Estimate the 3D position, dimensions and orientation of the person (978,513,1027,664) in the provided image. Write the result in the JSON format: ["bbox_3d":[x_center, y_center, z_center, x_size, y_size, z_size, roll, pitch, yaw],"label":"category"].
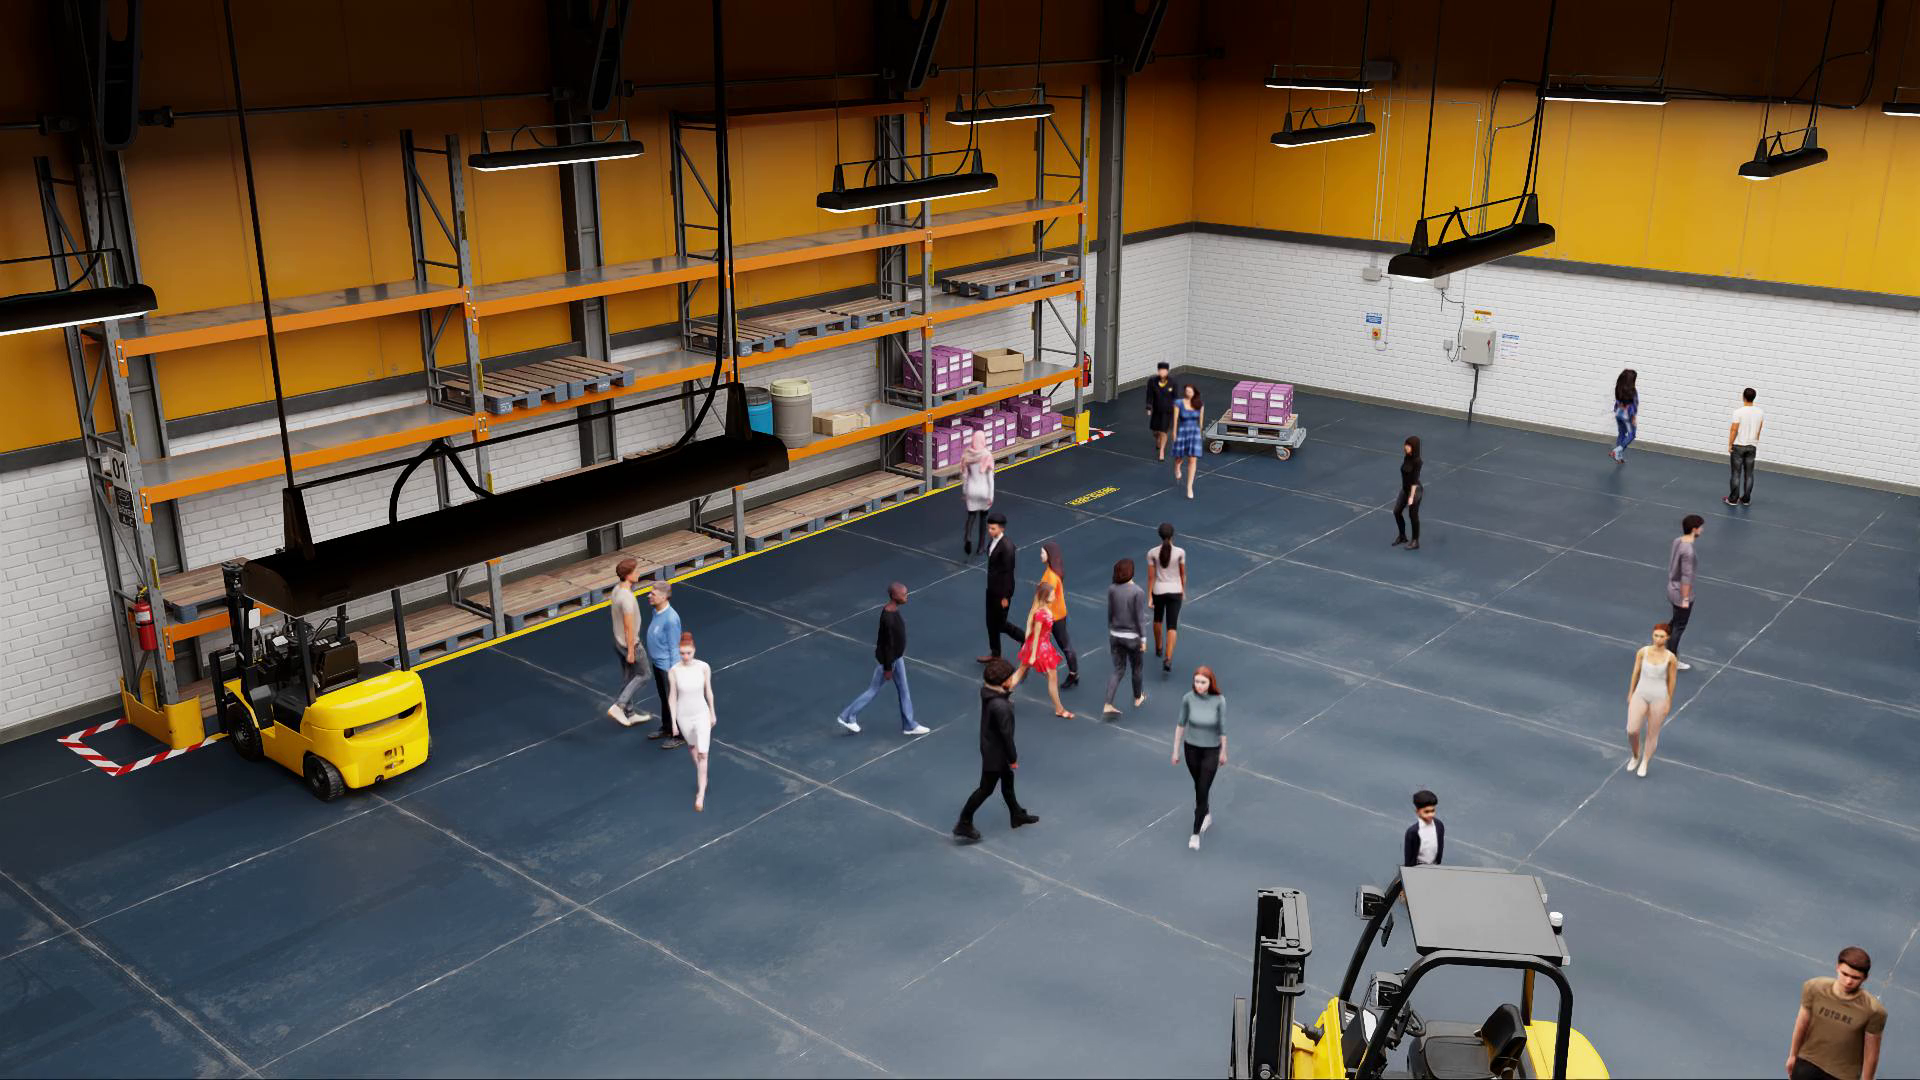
[{"bbox_3d":[0.554,0.569,19.275,1.036,1.864,0.940,-7,20,-19],"label":"person"}]

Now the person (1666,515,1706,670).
[{"bbox_3d":[8.312,0.599,19.216,0.868,1.844,0.770,3,19,8],"label":"person"}]

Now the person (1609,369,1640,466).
[{"bbox_3d":[10.892,-2.005,27.313,0.795,1.612,0.750,-9,21,-26],"label":"person"}]

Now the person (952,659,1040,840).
[{"bbox_3d":[0.252,1.960,15.328,1.202,1.747,1.039,-5,19,-14],"label":"person"}]

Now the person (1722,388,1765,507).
[{"bbox_3d":[11.932,-1.419,25.286,0.717,1.795,0.768,-1,19,-2],"label":"person"}]

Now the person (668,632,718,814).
[{"bbox_3d":[-2.581,1.700,16.092,1.072,1.752,1.132,-2,19,-6],"label":"person"}]

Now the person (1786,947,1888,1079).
[{"bbox_3d":[5.702,3.420,10.862,0.669,1.831,0.755,14,23,36],"label":"person"}]

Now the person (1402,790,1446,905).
[{"bbox_3d":[3.894,2.664,14.068,0.763,1.216,0.779,-5,19,-14],"label":"person"}]

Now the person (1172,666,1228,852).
[{"bbox_3d":[2.262,1.951,15.413,0.827,1.710,1.115,7,20,21],"label":"person"}]

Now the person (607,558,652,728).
[{"bbox_3d":[-3.606,1.113,17.638,0.858,1.877,0.790,-9,21,-25],"label":"person"}]

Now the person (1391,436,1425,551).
[{"bbox_3d":[6.396,-0.663,23.304,0.730,1.627,0.695,-8,20,-23],"label":"person"}]

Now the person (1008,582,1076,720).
[{"bbox_3d":[0.758,1.190,17.934,1.077,1.544,1.070,-1,19,-4],"label":"person"}]

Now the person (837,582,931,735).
[{"bbox_3d":[-0.844,1.278,17.419,1.141,1.706,1.189,1,19,3],"label":"person"}]

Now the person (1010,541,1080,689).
[{"bbox_3d":[1.136,0.871,18.620,1.138,1.710,1.074,-2,19,-6],"label":"person"}]

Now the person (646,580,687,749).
[{"bbox_3d":[-3.048,1.260,17.292,0.676,1.820,0.720,-11,22,-30],"label":"person"}]

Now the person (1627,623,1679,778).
[{"bbox_3d":[6.930,1.572,16.654,0.617,1.635,0.605,11,21,29],"label":"person"}]

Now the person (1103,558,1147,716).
[{"bbox_3d":[1.746,1.084,17.952,0.763,1.732,1.052,13,22,33],"label":"person"}]

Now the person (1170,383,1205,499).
[{"bbox_3d":[3.514,-1.568,25.745,1.035,1.784,1.129,0,19,-1],"label":"person"}]

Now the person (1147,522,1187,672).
[{"bbox_3d":[2.391,0.680,19.187,0.999,1.709,1.233,3,19,10],"label":"person"}]

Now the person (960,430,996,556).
[{"bbox_3d":[0.217,-0.610,22.899,0.855,1.786,1.047,6,19,16],"label":"person"}]

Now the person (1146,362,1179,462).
[{"bbox_3d":[3.381,-2.152,27.673,0.865,1.661,0.927,4,19,12],"label":"person"}]
